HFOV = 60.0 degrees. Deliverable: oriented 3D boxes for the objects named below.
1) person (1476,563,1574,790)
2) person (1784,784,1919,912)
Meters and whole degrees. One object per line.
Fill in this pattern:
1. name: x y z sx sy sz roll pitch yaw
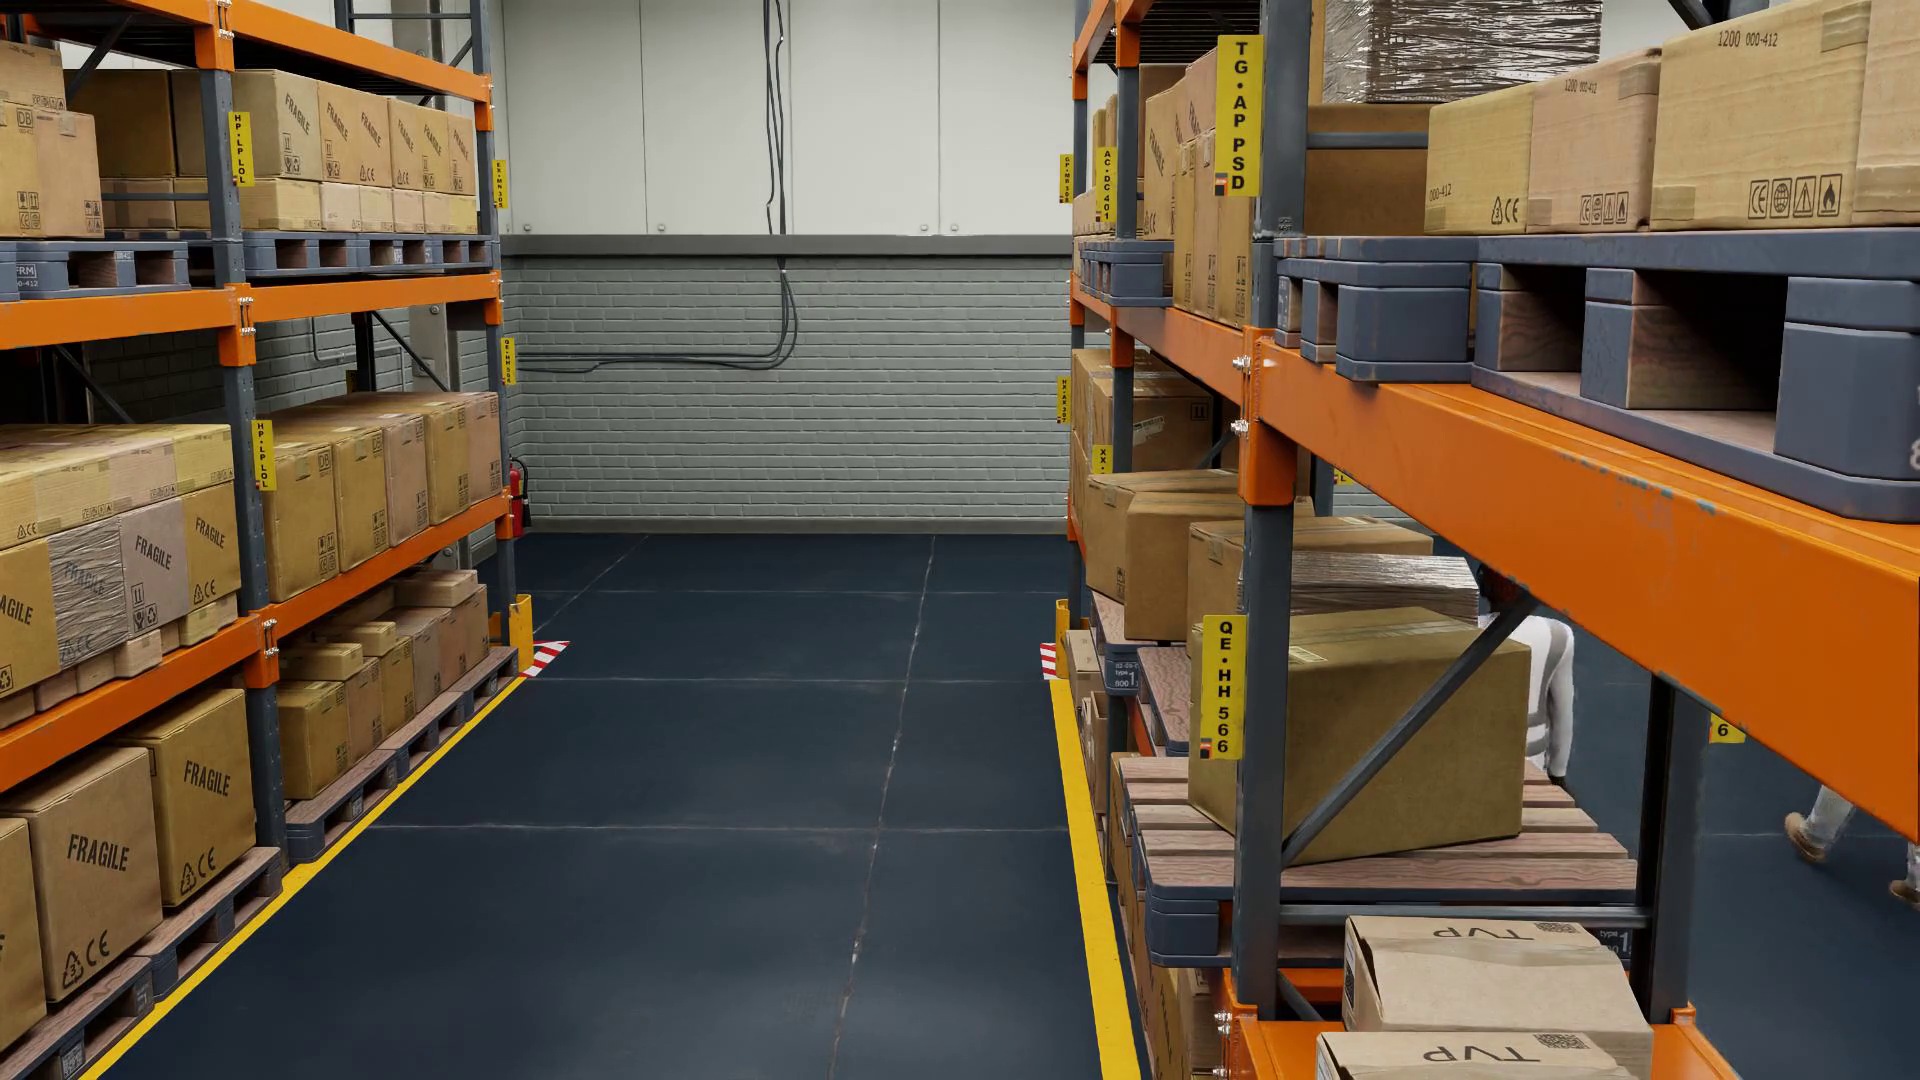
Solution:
1. person: 2.218 0.927 6.760 0.586 1.850 0.927 0 10 -2
2. person: 4.349 0.761 7.830 0.641 1.791 0.921 0 10 1
